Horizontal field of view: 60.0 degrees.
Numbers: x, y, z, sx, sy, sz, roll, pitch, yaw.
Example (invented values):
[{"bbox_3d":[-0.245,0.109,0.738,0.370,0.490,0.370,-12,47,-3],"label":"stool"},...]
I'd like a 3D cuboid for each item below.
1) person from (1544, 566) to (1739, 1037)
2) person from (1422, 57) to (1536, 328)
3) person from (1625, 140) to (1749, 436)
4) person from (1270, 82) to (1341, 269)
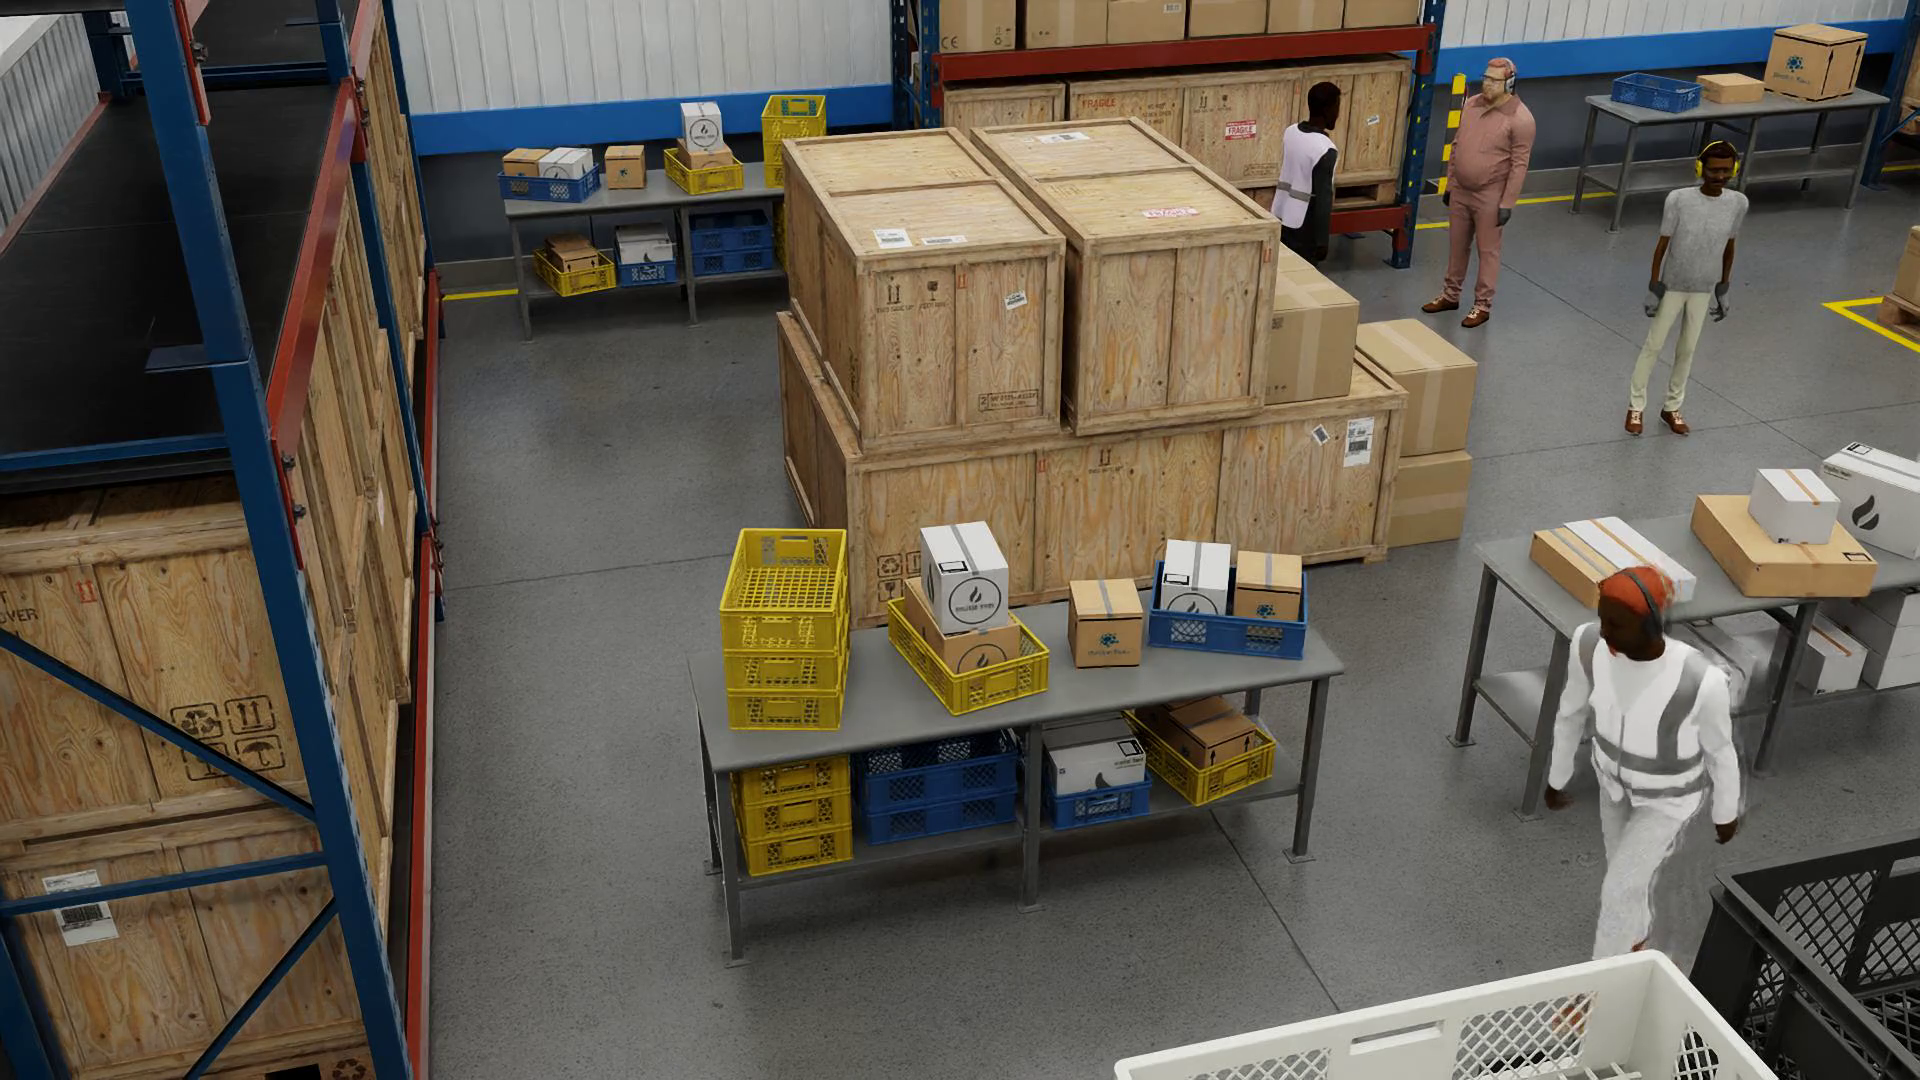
[{"bbox_3d":[2.359,0.893,5.862,0.802,1.828,0.608,-17,33,-28],"label":"person"},{"bbox_3d":[3.722,-2.494,11.927,0.409,1.913,0.642,-18,34,-29],"label":"person"},{"bbox_3d":[4.487,-1.535,10.228,0.521,1.873,0.334,2,29,3],"label":"person"},{"bbox_3d":[2.321,-2.146,11.302,0.385,1.912,0.592,-9,30,-15],"label":"person"}]
